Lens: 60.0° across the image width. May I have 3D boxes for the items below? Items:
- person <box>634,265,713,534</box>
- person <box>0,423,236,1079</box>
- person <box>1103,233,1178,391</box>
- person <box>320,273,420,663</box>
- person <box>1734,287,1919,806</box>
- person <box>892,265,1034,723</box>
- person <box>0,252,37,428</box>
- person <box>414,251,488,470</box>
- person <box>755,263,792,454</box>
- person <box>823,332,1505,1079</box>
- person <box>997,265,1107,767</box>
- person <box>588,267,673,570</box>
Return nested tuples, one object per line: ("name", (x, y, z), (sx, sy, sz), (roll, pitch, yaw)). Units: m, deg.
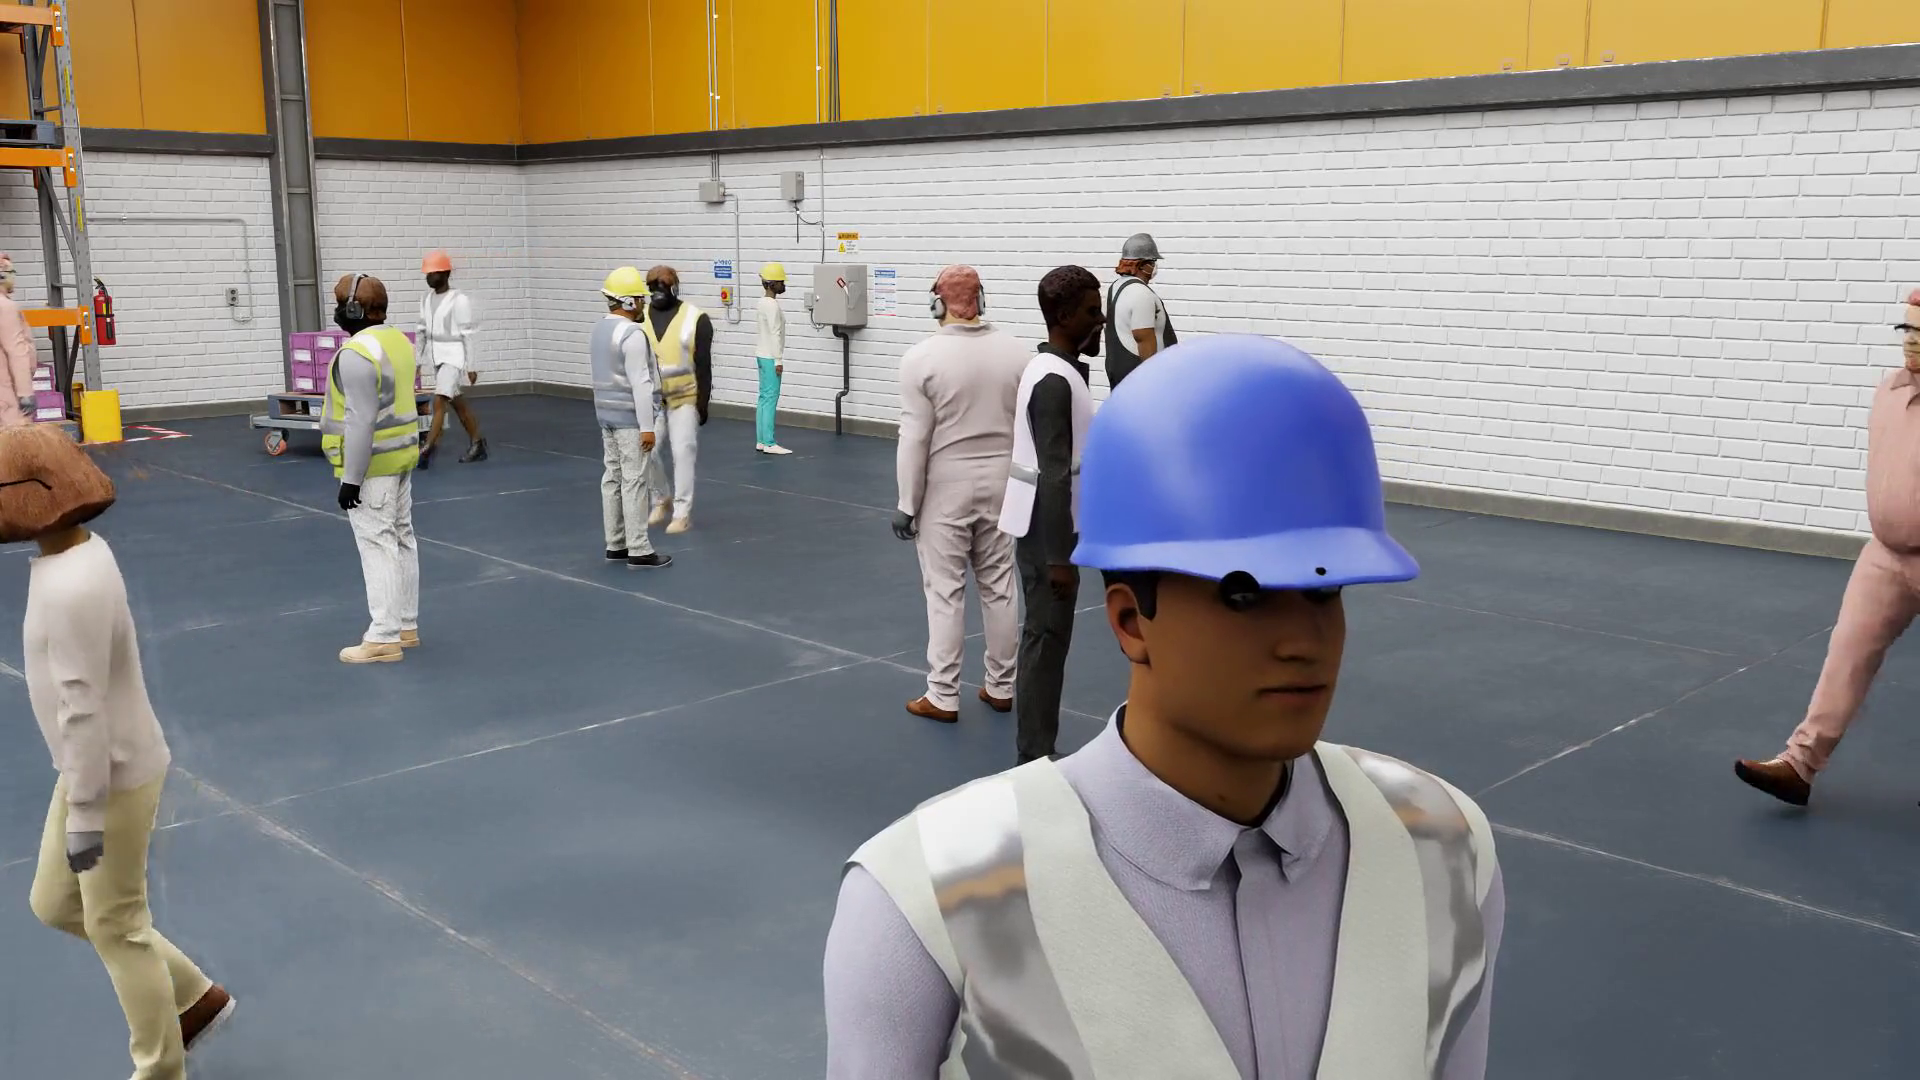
("person", (-1.984, -0.951, 11.337), (0.627, 1.831, 0.437), (2, 11, 8))
("person", (-1.934, 0.543, 3.719), (0.343, 1.617, 0.518), (-6, 12, -29))
("person", (1.343, -1.233, 12.270), (0.538, 2.000, 0.682), (-3, 11, -17))
("person", (-2.809, -0.339, 7.936), (0.429, 1.845, 0.622), (0, 10, 2))
("person", (3.254, 0.063, 5.718), (0.995, 1.846, 0.646), (-3, 11, -17))
("person", (0.001, -0.188, 6.956), (0.639, 1.902, 0.407), (-6, 12, -30))
("person", (-6.726, -1.071, 11.759), (0.651, 1.904, 0.403), (7, 13, 35))
("person", (-4.534, -1.568, 14.536), (0.553, 1.879, 1.032), (7, 13, 35))
("person", (-1.730, -1.681, 15.460), (0.327, 1.767, 0.533), (-4, 11, -19))
("person", (0.179, 0.809, 1.380), (0.605, 1.951, 0.380), (-4, 11, -23))
("person", (0.334, -0.011, 5.935), (0.399, 1.920, 0.590), (1, 10, 4))
("person", (-2.013, -0.737, 10.129), (0.404, 1.833, 0.592), (-8, 13, -39))
